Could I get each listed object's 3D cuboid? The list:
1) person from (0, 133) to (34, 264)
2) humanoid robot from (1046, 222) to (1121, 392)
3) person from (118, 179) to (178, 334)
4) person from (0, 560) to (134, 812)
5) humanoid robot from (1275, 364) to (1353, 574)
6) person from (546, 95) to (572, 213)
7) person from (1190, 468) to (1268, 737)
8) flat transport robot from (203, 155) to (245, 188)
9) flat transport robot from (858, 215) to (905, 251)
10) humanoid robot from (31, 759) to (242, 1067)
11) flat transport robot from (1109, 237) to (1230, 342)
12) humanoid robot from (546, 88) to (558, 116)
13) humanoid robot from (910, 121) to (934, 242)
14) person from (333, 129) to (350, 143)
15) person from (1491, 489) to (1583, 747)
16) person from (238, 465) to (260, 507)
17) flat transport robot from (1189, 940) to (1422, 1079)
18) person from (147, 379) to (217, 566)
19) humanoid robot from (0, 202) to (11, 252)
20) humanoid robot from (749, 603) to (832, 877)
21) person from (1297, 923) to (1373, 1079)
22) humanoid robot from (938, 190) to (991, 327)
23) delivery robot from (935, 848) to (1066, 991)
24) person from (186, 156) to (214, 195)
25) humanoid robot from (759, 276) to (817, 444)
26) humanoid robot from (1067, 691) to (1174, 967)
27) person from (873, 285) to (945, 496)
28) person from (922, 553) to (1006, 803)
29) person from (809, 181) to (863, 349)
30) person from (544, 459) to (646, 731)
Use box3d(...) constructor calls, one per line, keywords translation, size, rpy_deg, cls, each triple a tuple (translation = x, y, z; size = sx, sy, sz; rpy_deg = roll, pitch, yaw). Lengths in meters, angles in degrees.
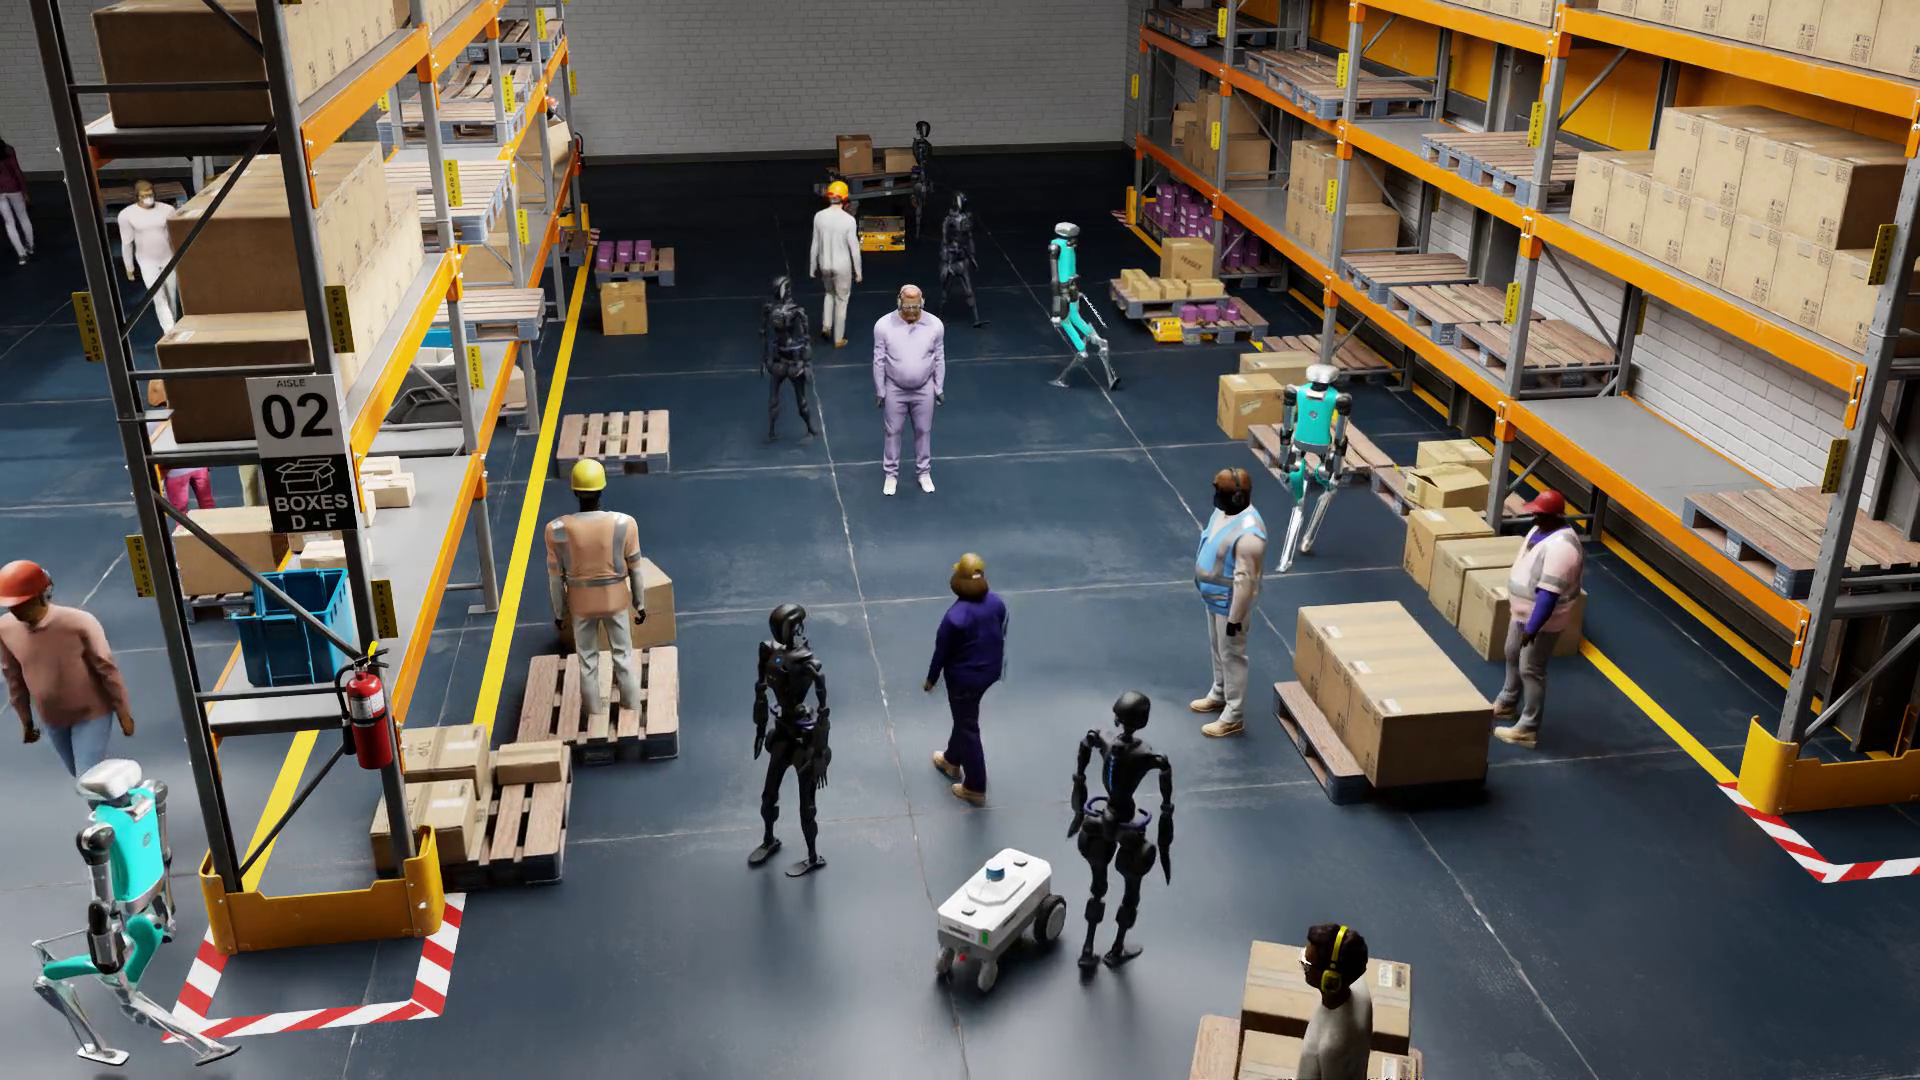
box3d(translation=(-12.875, -4.718, 22.419), size=(0.519, 1.893, 0.885), rpy_deg=(-14, 28, -30), cls="person")
box3d(translation=(1.351, -2.364, 17.299), size=(0.896, 1.813, 0.554), rpy_deg=(13, 27, 27), cls="humanoid robot")
box3d(translation=(-8.913, -3.057, 18.604), size=(0.664, 1.903, 0.806), rpy_deg=(-20, 31, -38), cls="person")
box3d(translation=(-5.016, 0.972, 9.374), size=(0.630, 1.956, 0.616), rpy_deg=(2, 24, 4), cls="person")
box3d(translation=(2.850, -0.624, 13.278), size=(0.556, 1.770, 0.821), rpy_deg=(10, 26, 22), cls="humanoid robot")
box3d(translation=(-6.125, -5.828, 25.112), size=(0.332, 1.747, 0.560), rpy_deg=(-17, 29, -33), cls="person")
box3d(translation=(1.738, 0.390, 10.846), size=(0.428, 1.836, 0.624), rpy_deg=(-3, 24, -6), cls="person")
box3d(translation=(-10.535, -4.922, 24.891), size=(1.431, 0.231, 0.659), rpy_deg=(0, 24, 0), cls="flat transport robot")
box3d(translation=(-1.111, -4.354, 23.598), size=(0.659, 0.231, 1.431), rpy_deg=(-1, 24, -2), cls="flat transport robot")
box3d(translation=(-3.971, 1.801, 7.750), size=(1.031, 1.729, 0.549), rpy_deg=(3, 24, 8), cls="humanoid robot")
box3d(translation=(2.486, -2.646, 19.706), size=(0.659, 0.231, 1.431), rpy_deg=(-3, 24, -8), cls="flat transport robot")
box3d(translation=(-6.717, -6.524, 26.850), size=(0.597, 1.629, 0.787), rpy_deg=(6, 24, 13), cls="humanoid robot")
box3d(translation=(-0.535, -5.075, 23.474), size=(0.315, 1.655, 0.599), rpy_deg=(2, 24, 4), cls="humanoid robot")
box3d(translation=(-9.829, -6.238, 26.212), size=(0.403, 1.600, 0.540), rpy_deg=(5, 24, 10), cls="person")
box3d(translation=(3.714, 0.481, 10.754), size=(0.442, 1.743, 0.613), rpy_deg=(0, 24, -1), cls="person")
box3d(translation=(-5.780, -0.802, 13.667), size=(0.561, 1.743, 0.341), rpy_deg=(-9, 25, -20), cls="person")
box3d(translation=(1.476, 2.802, 7.295), size=(1.431, 0.231, 0.659), rpy_deg=(6, 24, 13), cls="flat transport robot")
box3d(translation=(-6.163, -0.531, 13.201), size=(0.276, 1.628, 0.501), rpy_deg=(16, 28, 32), cls="person")
box3d(translation=(-13.320, -4.711, 22.693), size=(0.595, 1.654, 0.575), rpy_deg=(-10, 26, -22), cls="humanoid robot")
box3d(translation=(-0.941, 1.129, 9.352), size=(0.588, 1.653, 0.364), rpy_deg=(18, 29, 35), cls="humanoid robot")
box3d(translation=(1.401, 2.285, 6.480), size=(0.335, 1.873, 0.517), rpy_deg=(9, 25, 19), cls="person")
box3d(translation=(0.003, -3.259, 19.380), size=(0.734, 1.628, 0.590), rpy_deg=(18, 29, 35), cls="humanoid robot")
box3d(translation=(0.198, 1.972, 8.854), size=(0.499, 0.613, 0.811), rpy_deg=(15, 28, 30), cls="delivery robot")
box3d(translation=(-11.610, -5.986, 25.377), size=(0.430, 1.832, 0.634), rpy_deg=(5, 24, 11), cls="person")
box3d(translation=(-1.632, -1.718, 15.864), size=(0.596, 1.650, 0.480), rpy_deg=(11, 26, 23), cls="humanoid robot")
box3d(translation=(0.797, 1.509, 8.517), size=(0.614, 1.648, 0.438), rpy_deg=(14, 27, 28), cls="humanoid robot")
box3d(translation=(-0.442, -1.320, 14.659), size=(0.637, 1.902, 0.406), rpy_deg=(-3, 24, -8), cls="person")
box3d(translation=(-0.016, 0.807, 10.182), size=(0.651, 1.592, 0.462), rpy_deg=(20, 31, 38), cls="person")
box3d(translation=(-1.390, -3.100, 18.737), size=(0.616, 1.878, 0.450), rpy_deg=(9, 25, 19), cls="person")
box3d(translation=(-2.328, 0.396, 10.715), size=(0.592, 1.924, 0.379), rpy_deg=(-5, 24, -12), cls="person")
